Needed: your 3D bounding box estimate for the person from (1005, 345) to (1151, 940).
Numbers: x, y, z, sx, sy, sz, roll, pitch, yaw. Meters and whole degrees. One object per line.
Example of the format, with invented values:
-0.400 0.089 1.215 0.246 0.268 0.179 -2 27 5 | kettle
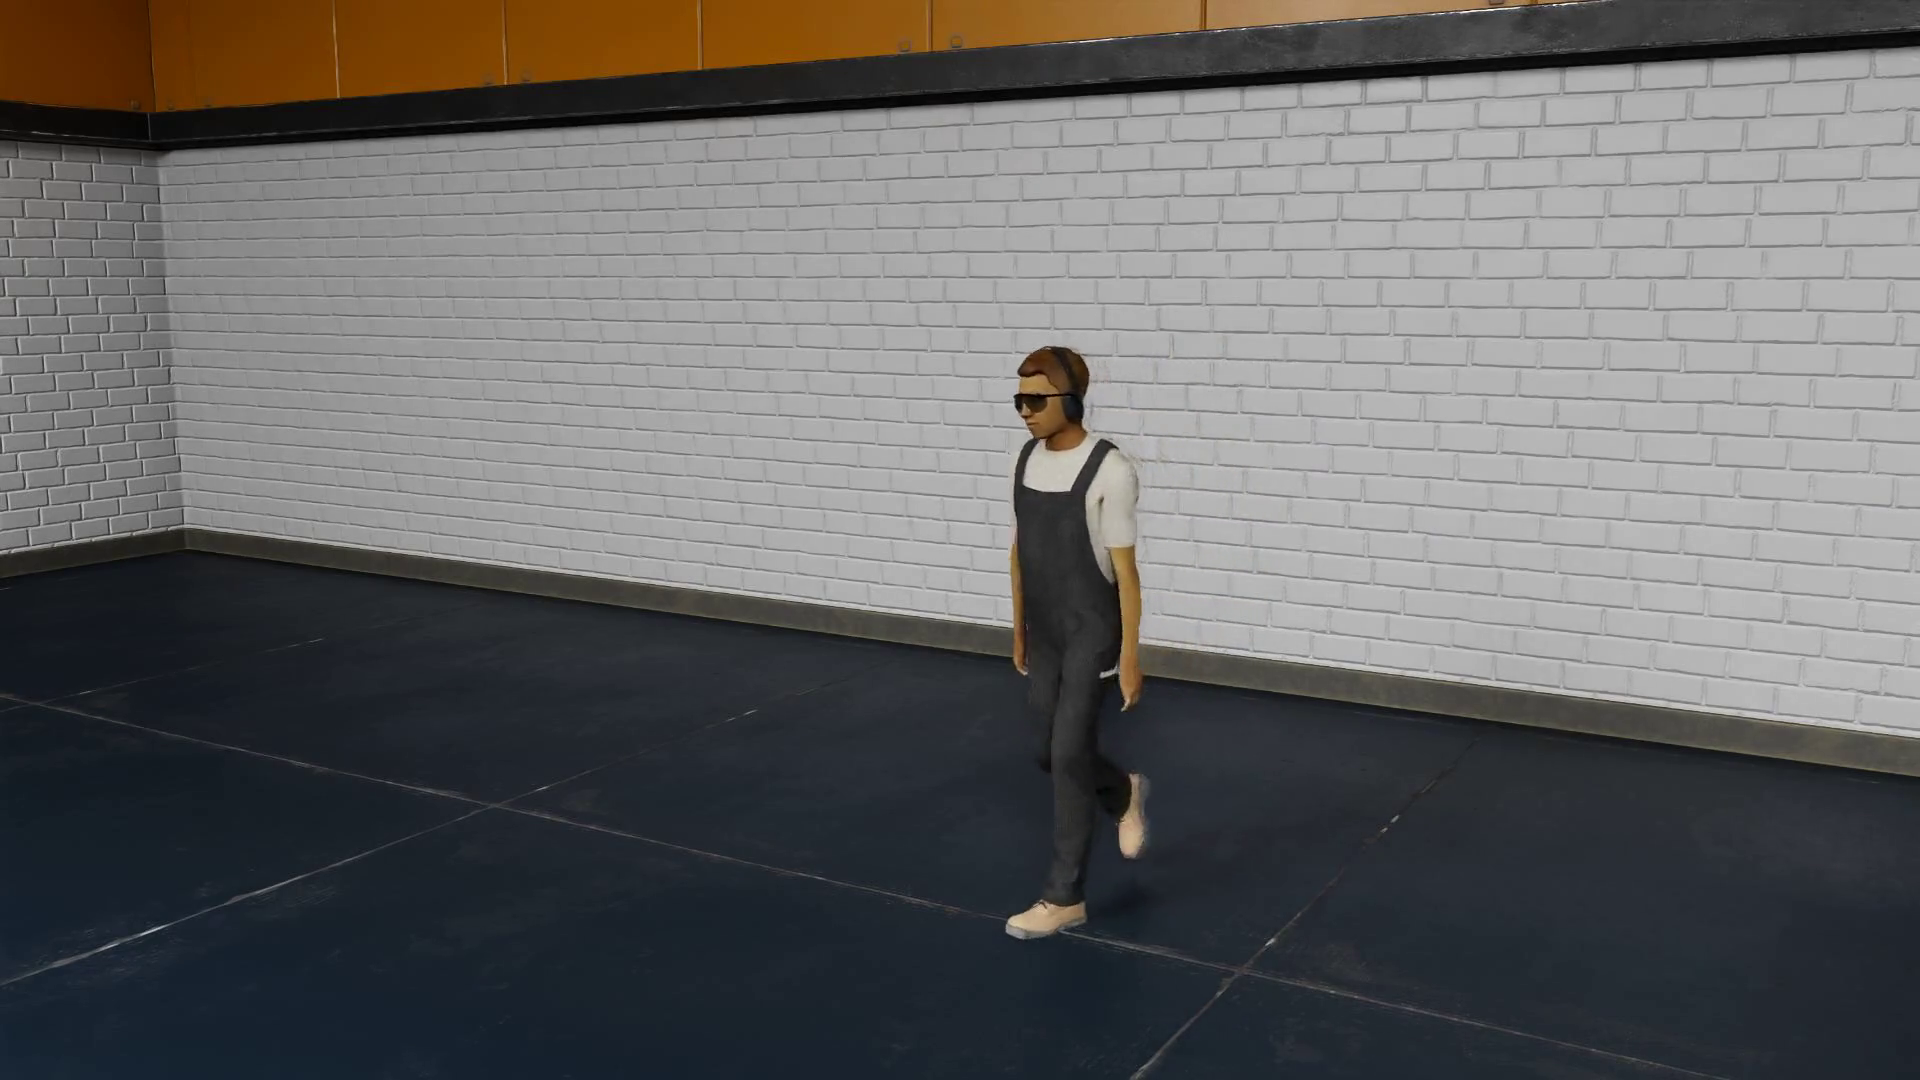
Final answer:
0.414 0.289 5.237 0.729 1.817 0.553 -9 13 -43 | person
